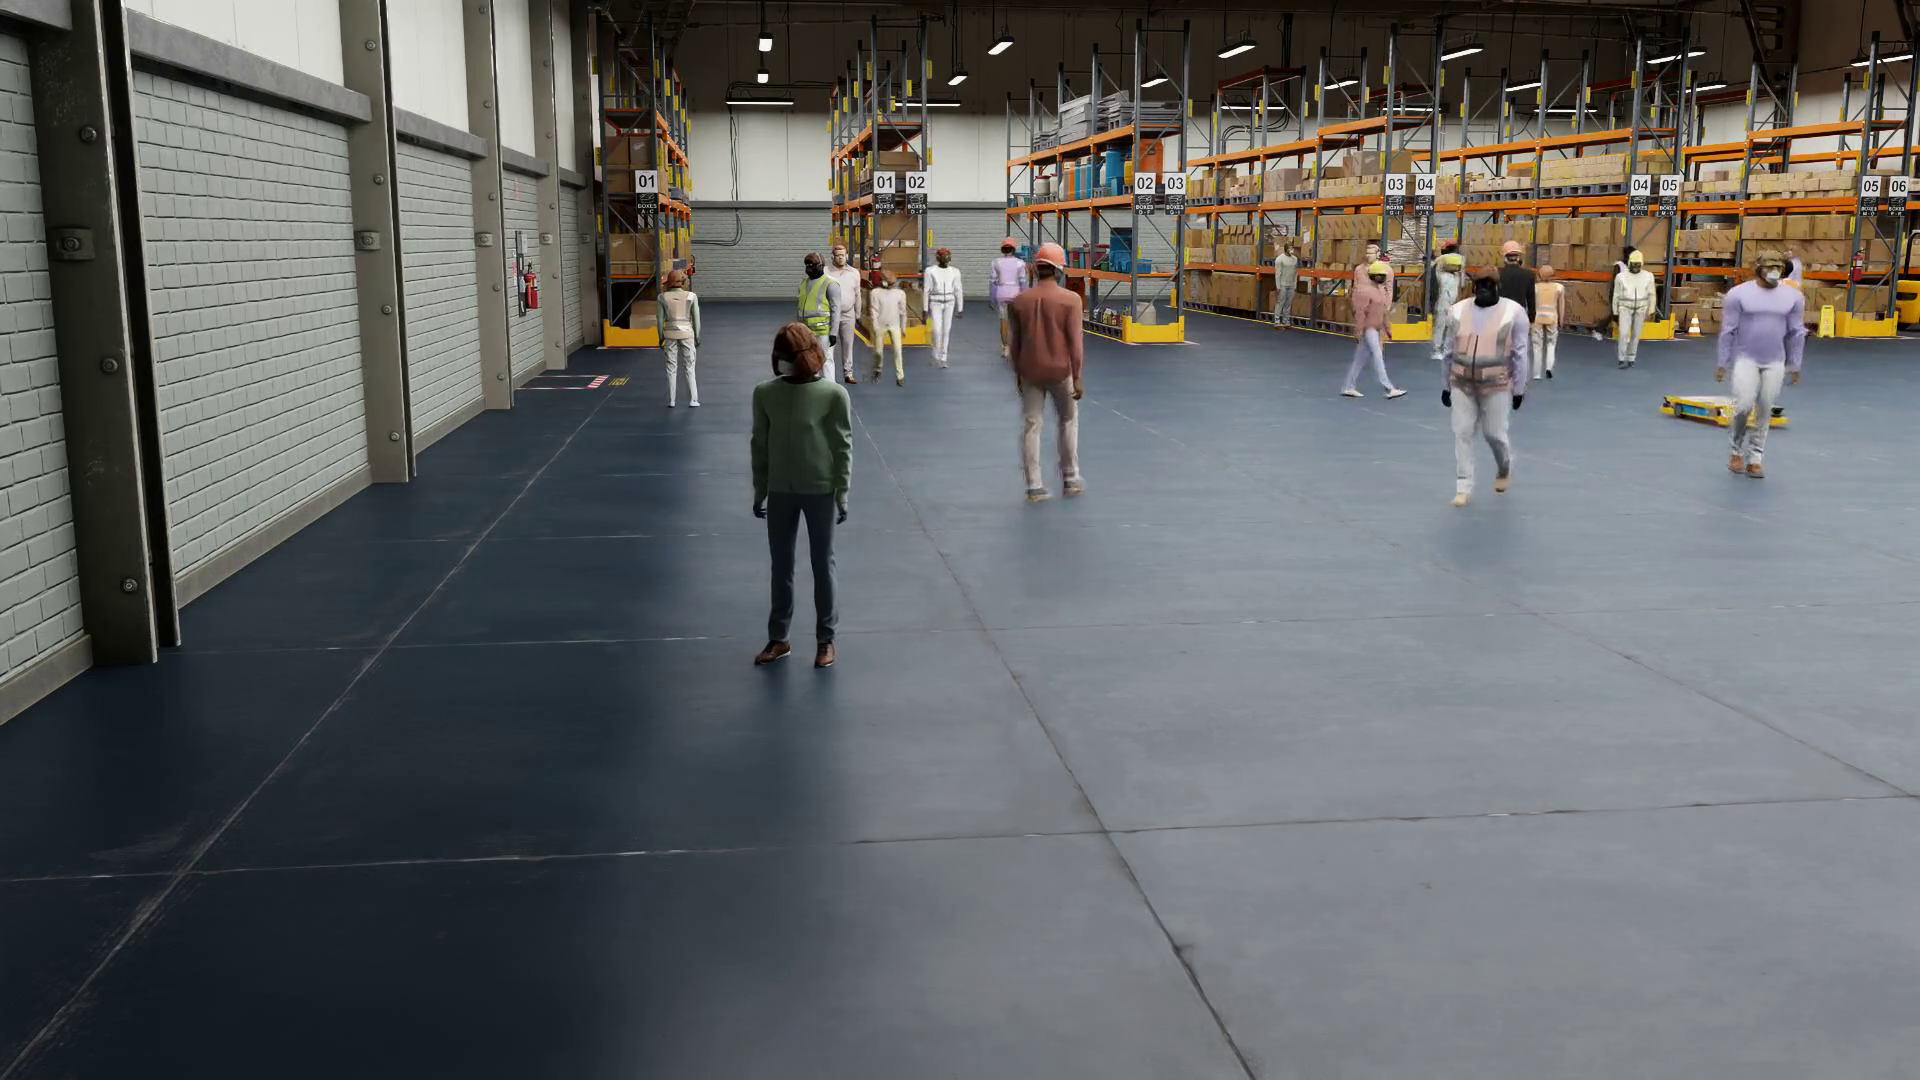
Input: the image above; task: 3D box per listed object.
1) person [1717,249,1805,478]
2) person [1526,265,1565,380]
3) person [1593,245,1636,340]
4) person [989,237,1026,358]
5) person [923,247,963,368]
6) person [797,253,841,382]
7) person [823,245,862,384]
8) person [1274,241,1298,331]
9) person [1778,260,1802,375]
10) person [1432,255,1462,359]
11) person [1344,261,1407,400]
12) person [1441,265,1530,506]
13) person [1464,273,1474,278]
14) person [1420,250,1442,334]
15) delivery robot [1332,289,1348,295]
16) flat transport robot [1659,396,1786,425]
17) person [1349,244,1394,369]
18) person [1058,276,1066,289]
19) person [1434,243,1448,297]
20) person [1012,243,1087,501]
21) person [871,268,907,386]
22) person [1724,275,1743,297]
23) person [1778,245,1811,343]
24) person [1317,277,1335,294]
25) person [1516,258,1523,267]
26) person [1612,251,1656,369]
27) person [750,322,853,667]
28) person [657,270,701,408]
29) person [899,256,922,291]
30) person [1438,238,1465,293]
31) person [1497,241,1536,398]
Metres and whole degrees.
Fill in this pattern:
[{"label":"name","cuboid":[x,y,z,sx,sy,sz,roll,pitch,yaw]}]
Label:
[{"label":"person","cuboid":[6.734,-1.472,13.980,0.658,1.924,0.443,1,10,8]},{"label":"person","cuboid":[8.280,-3.080,23.590,0.536,1.626,0.370,2,11,11]},{"label":"person","cuboid":[12.771,-4.784,32.327,0.601,1.878,0.928,-9,14,-41]},{"label":"person","cuboid":[0.792,-4.091,28.082,0.610,2.025,0.544,-1,10,-5]},{"label":"person","cuboid":[-0.237,-3.564,25.604,0.616,1.863,0.672,-3,11,-16]},{"label":"person","cuboid":[-1.679,-2.419,19.400,0.637,1.842,0.429,9,14,40]},{"label":"person","cuboid":[-1.659,-3.103,22.969,0.636,1.911,0.406,-3,11,-18]},{"label":"person","cuboid":[7.061,-5.491,36.020,0.625,1.931,0.375,-8,13,-36]},{"label":"person","cuboid":[12.104,-3.298,24.648,0.553,1.670,0.689,-3,11,-16]},{"label":"person","cuboid":[8.118,-3.826,27.430,0.495,1.718,0.679,-9,14,-41]},{"label":"person","cuboid":[5.213,-2.622,20.834,0.898,1.711,0.545,8,13,38]},{"label":"person","cuboid":[3.995,-1.176,12.658,0.639,1.828,0.633,7,12,33]},{"label":"person","cuboid":[14.272,-7.396,46.569,0.552,1.899,0.954,0,10,0]},{"label":"person","cuboid":[9.888,-5.193,34.837,0.527,1.779,1.001,0,10,-2]},{"label":"delivery robot","cuboid":[11.524,-7.383,49.888,0.707,0.478,0.477,10,14,43]},{"label":"flat transport robot","cuboid":[8.396,-1.441,18.347,0.652,0.197,1.431,-1,10,-6]},{"label":"person","cuboid":[6.311,-3.576,25.567,0.643,1.910,0.399,8,13,37]},{"label":"person","cuboid":[1.834,-4.597,31.959,0.386,1.618,0.503,9,14,41]},{"label":"person","cuboid":[11.556,-6.158,39.775,0.561,1.886,1.020,-1,10,-6]},{"label":"person","cuboid":[0.731,-1.306,12.944,0.654,1.964,0.837,5,12,27]},{"label":"person","cuboid":[-0.974,-2.921,22.805,0.500,1.607,0.671,-1,10,-6]},{"label":"person","cuboid":[20.902,-7.106,44.899,0.582,1.919,0.392,-1,10,-8]},{"label":"person","cuboid":[15.212,-4.454,30.433,0.687,1.882,0.654,7,12,34]},{"label":"person","cuboid":[10.442,-7.425,47.439,0.522,1.627,0.532,0,10,-2]},{"label":"person","cuboid":[9.832,-4.194,29.526,0.536,1.696,0.321,4,11,21]},{"label":"person","cuboid":[10.381,-3.527,25.578,0.609,1.796,0.824,2,11,12]},{"label":"person","cuboid":[-0.751,-0.210,7.863,0.501,1.633,0.288,3,11,15]},{"label":"person","cuboid":[-3.338,-2.384,19.765,0.514,1.639,0.310,-1,10,-3]},{"label":"person","cuboid":[-1.247,-6.599,42.115,0.619,1.928,0.979,-2,11,-10]},{"label":"person","cuboid":[11.037,-5.775,37.384,0.616,2.009,0.993,0,10,-1]},{"label":"person","cuboid":[6.906,-2.768,20.944,0.605,1.971,0.448,-1,10,-5]}]
